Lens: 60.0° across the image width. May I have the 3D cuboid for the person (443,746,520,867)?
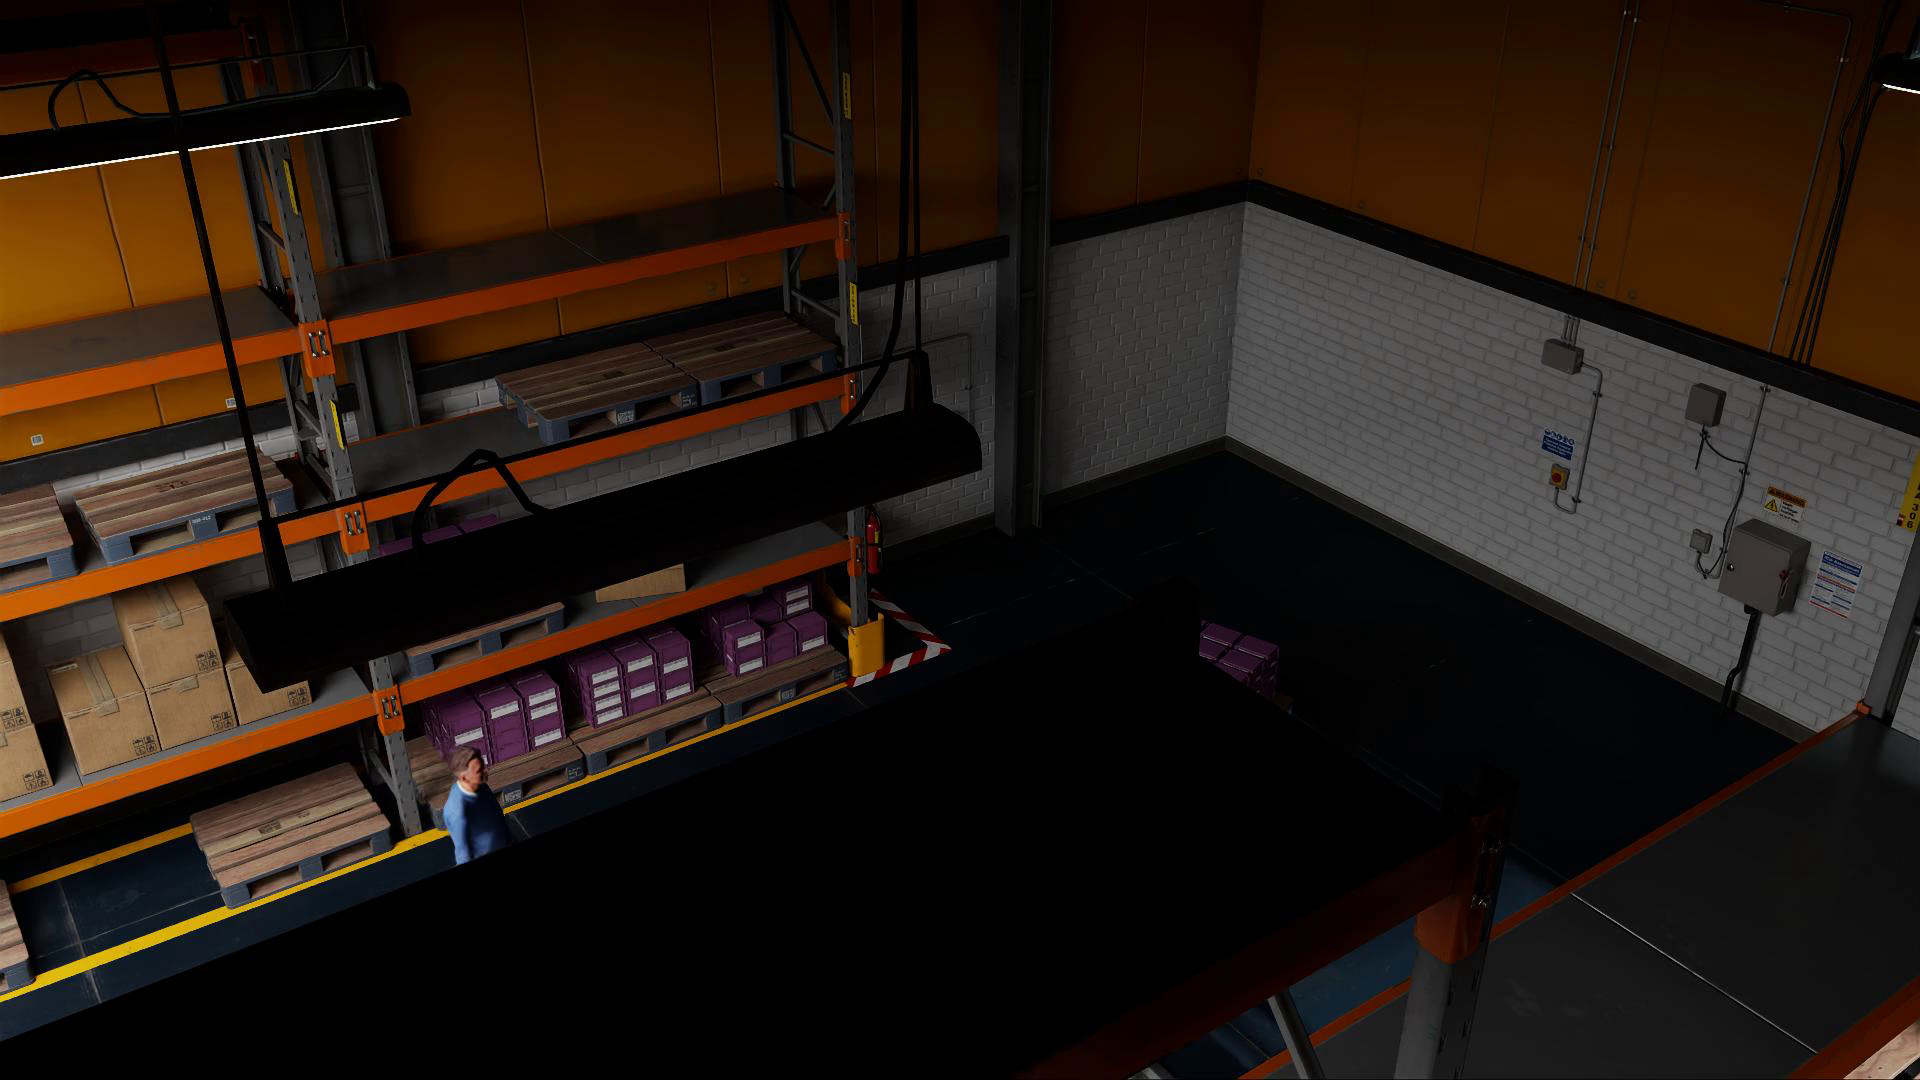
[{"bbox_3d":[-3.235,2.099,10.929,1.267,1.777,1.046,-2,29,-4],"label":"person"}]
